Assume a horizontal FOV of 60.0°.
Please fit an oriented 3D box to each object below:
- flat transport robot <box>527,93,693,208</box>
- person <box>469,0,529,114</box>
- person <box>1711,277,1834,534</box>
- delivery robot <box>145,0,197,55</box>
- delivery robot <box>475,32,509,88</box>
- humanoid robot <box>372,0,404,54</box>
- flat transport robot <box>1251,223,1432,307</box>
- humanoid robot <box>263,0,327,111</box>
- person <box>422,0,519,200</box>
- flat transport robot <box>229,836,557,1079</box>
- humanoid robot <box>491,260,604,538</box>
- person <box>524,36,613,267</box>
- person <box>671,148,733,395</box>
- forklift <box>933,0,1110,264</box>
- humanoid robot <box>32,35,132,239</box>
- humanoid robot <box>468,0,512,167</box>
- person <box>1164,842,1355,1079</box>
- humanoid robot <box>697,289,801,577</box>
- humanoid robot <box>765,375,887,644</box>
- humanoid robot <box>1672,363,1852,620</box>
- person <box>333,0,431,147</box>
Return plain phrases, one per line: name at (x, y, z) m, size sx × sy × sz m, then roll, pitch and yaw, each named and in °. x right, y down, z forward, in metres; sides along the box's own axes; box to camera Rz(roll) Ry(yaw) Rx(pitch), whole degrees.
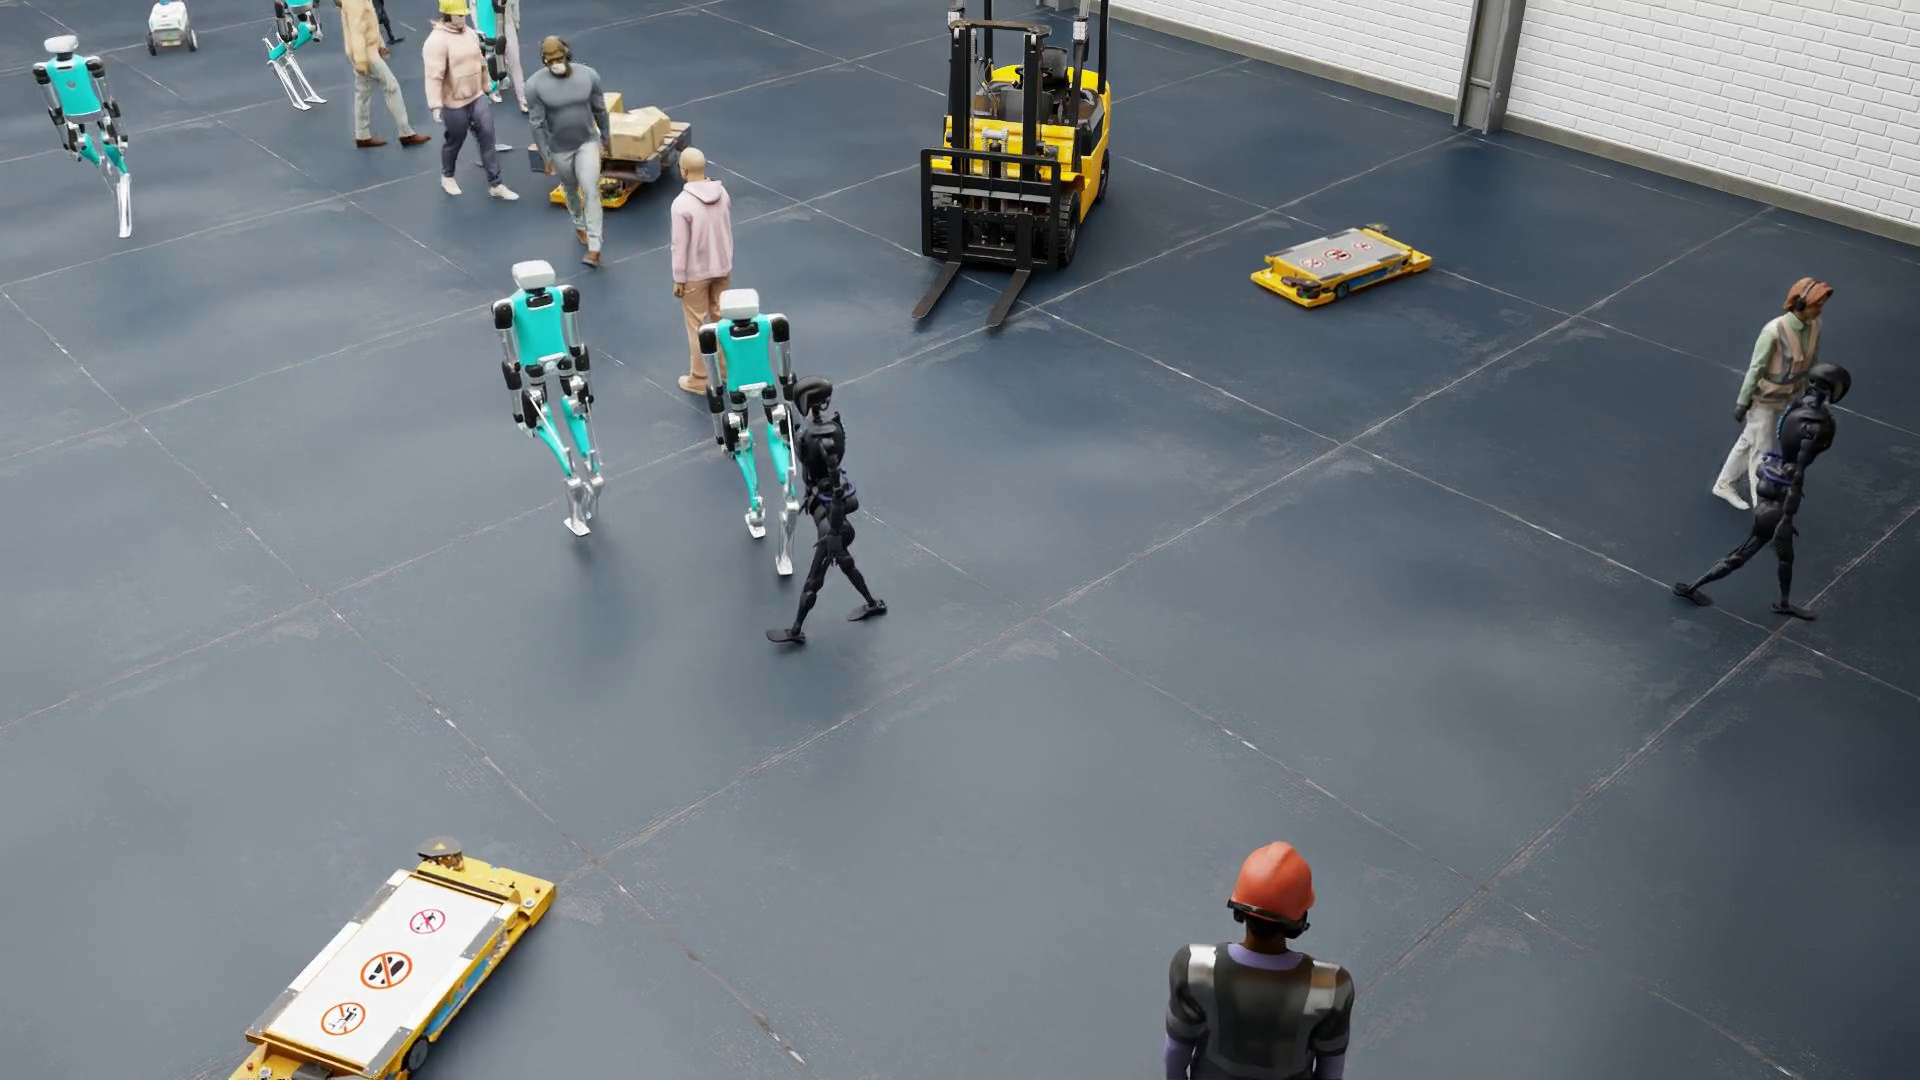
flat transport robot at (-3.219, -3.455, 15.483) m, size 0.659 × 0.231 × 1.431 m, roll 7°, pitch 34°, yaw 11°
person at (-4.691, -5.219, 16.858) m, size 0.520 × 1.717 × 0.915 m, roll -16°, pitch 36°, yaw -22°
person at (5.070, -0.819, 10.186) m, size 0.542 × 1.610 × 0.684 m, roll -20°, pitch 38°, yaw -28°
delivery robot at (-8.992, -5.869, 18.924) m, size 0.499 × 0.587 × 0.787 m, roll -10°, pitch 34°, yaw -15°
delivery robot at (-5.144, -5.166, 17.866) m, size 0.499 × 0.611 × 0.812 m, roll -19°, pitch 37°, yaw -26°
humanoid robot at (-6.592, -6.295, 18.604) m, size 0.584 × 1.627 × 0.782 m, roll 14°, pitch 36°, yaw 20°
flat transport robot at (3.139, -2.258, 13.644) m, size 1.431 × 0.231 × 0.659 m, roll -21°, pitch 38°, yaw -29°
humanoid robot at (-6.760, -5.196, 16.691) m, size 0.735 × 1.677 × 0.533 m, roll 15°, pitch 36°, yaw 22°
person at (-4.463, -3.929, 14.792) m, size 0.806 × 1.833 × 0.866 m, roll 19°, pitch 38°, yaw 27°
flat transport robot at (-2.439, 1.894, 7.262) m, size 0.659 × 0.231 × 1.431 m, roll 12°, pitch 35°, yaw 18°
humanoid robot at (-2.345, -0.725, 9.958) m, size 0.543 × 1.792 × 0.802 m, roll -22°, pitch 39°, yaw -30°
person at (-3.166, -3.209, 13.625) m, size 0.648 × 1.880 × 0.956 m, roll -9°, pitch 34°, yaw -13°
person at (-1.783, -1.876, 11.679) m, size 0.419 × 1.774 × 0.541 m, roll 24°, pitch 40°, yaw 32°
forklift at (0.570, -3.725, 14.138) m, size 1.214 × 2.155 × 2.313 m, roll 9°, pitch 34°, yaw 13°
humanoid robot at (-7.388, -3.515, 14.256) m, size 0.557 × 1.795 × 0.935 m, roll -9°, pitch 34°, yaw -13°
humanoid robot at (-4.552, -4.394, 15.573) m, size 0.781 × 1.756 × 0.552 m, roll -22°, pitch 39°, yaw -30°
person at (0.990, 1.853, 5.711) m, size 0.604 × 2.034 × 0.388 m, roll 6°, pitch 34°, yaw 9°
humanoid robot at (-1.171, -0.563, 9.721) m, size 0.565 × 1.763 × 0.951 m, roll -8°, pitch 34°, yaw -12°
humanoid robot at (-0.773, -0.175, 9.179) m, size 0.764 × 1.627 × 0.615 m, roll -12°, pitch 35°, yaw -17°
humanoid robot at (4.592, -0.274, 9.354) m, size 0.791 × 1.618 × 0.613 m, roll 13°, pitch 35°, yaw 19°
person at (-5.570, -4.693, 15.938) m, size 0.835 × 1.843 × 0.562 m, roll -11°, pitch 35°, yaw -17°
